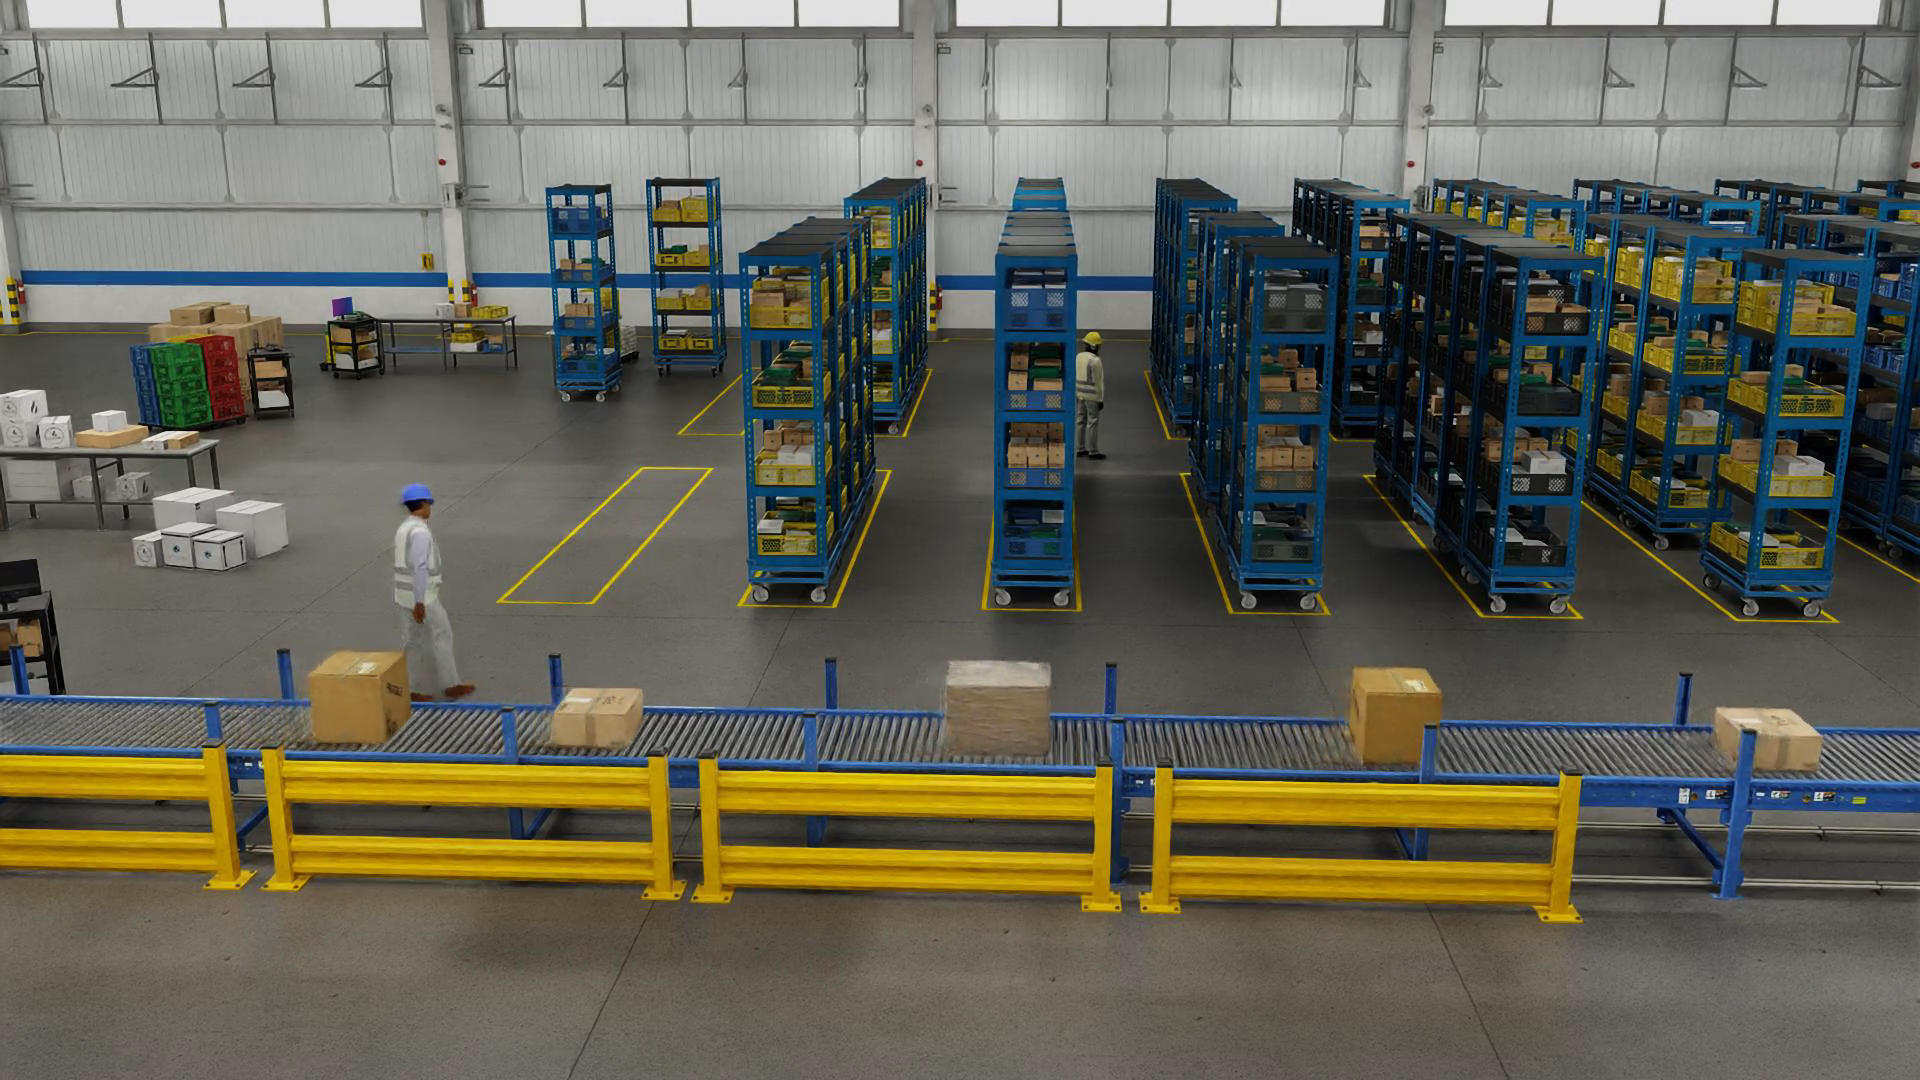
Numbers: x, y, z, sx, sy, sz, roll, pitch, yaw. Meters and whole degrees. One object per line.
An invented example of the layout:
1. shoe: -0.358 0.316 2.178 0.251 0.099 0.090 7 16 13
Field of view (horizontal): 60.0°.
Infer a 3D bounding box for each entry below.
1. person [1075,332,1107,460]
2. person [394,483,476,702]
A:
1. person: 1.860 -2.050 23.691 0.403 1.826 0.586 -10 18 -33
2. person: -4.552 0.473 14.205 0.744 1.885 0.676 -12 19 -37
